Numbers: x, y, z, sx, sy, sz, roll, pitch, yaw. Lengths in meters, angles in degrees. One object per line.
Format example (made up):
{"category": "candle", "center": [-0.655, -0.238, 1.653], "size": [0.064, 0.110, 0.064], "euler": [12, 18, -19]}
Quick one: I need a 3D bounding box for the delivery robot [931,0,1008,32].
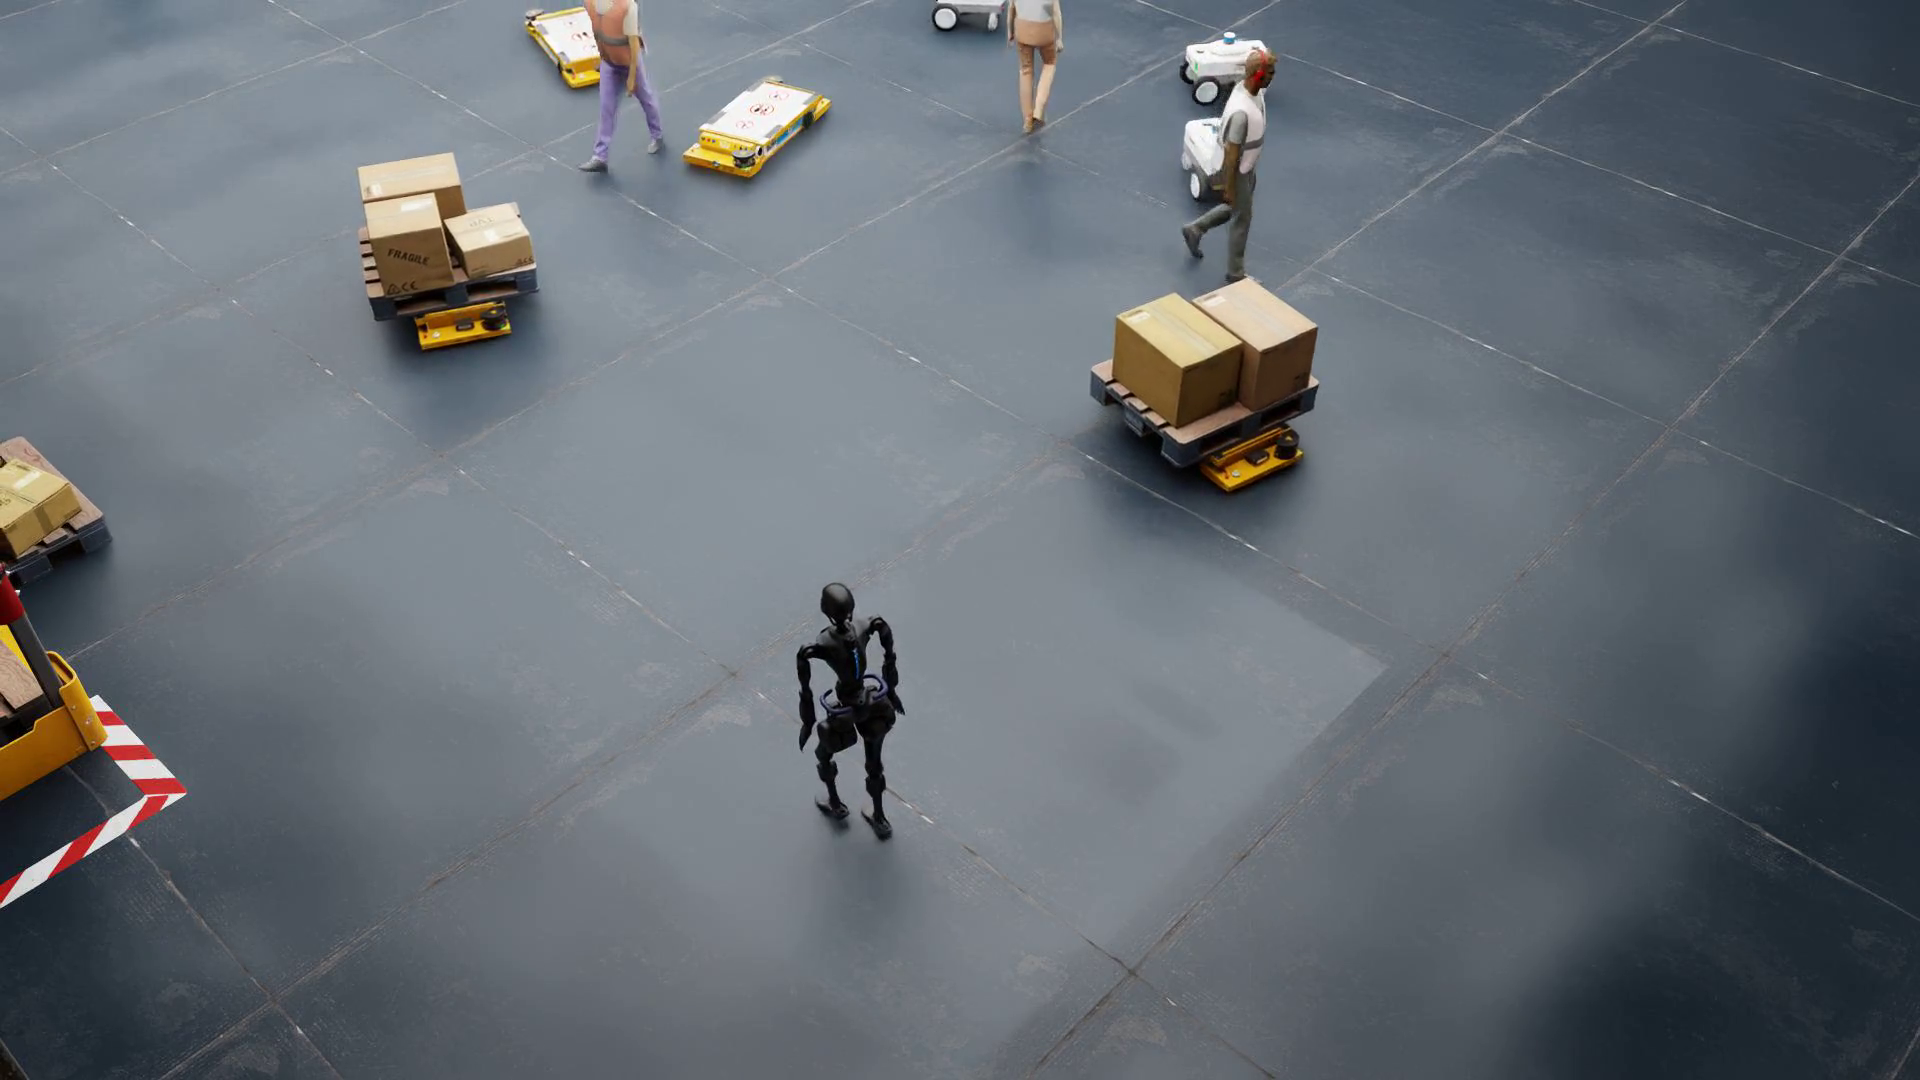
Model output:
{"category": "delivery robot", "center": [0.073, -5.271, 16.184], "size": [0.783, 0.612, 0.523], "euler": [3, 42, 4]}

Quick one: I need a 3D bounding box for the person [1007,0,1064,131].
{"category": "person", "center": [0.655, -4.363, 14.284], "size": [0.522, 1.723, 0.408], "euler": [11, 43, 12]}

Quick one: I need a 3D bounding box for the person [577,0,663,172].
{"category": "person", "center": [-2.840, -3.914, 13.737], "size": [0.599, 1.781, 0.973], "euler": [21, 46, 22]}

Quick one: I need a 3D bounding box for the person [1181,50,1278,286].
{"category": "person", "center": [2.049, -2.796, 12.477], "size": [0.658, 1.818, 0.638], "euler": [13, 44, 14]}

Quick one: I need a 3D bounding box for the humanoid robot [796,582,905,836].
{"category": "humanoid robot", "center": [-0.547, 0.869, 8.511], "size": [0.583, 1.636, 0.467], "euler": [-22, 46, -22]}

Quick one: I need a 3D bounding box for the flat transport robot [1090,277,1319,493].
{"category": "flat transport robot", "center": [1.653, -0.879, 11.503], "size": [0.659, 0.231, 1.431], "euler": [-24, 47, -24]}

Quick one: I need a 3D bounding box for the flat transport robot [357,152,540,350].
{"category": "flat transport robot", "center": [-3.865, -1.960, 12.704], "size": [0.659, 0.231, 1.431], "euler": [-13, 44, -14]}

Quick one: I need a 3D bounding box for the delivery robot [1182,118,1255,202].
{"category": "delivery robot", "center": [2.130, -3.184, 13.866], "size": [0.499, 0.614, 0.818], "euler": [-9, 43, -10]}

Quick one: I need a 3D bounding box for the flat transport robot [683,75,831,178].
{"category": "flat transport robot", "center": [-1.761, -3.634, 14.565], "size": [0.659, 0.231, 1.431], "euler": [18, 45, 19]}

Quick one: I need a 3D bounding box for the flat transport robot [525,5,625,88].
{"category": "flat transport robot", "center": [-3.595, -4.706, 15.757], "size": [0.659, 0.231, 1.431], "euler": [-20, 46, -21]}

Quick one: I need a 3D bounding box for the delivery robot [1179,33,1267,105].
{"category": "delivery robot", "center": [2.394, -4.294, 15.100], "size": [0.815, 0.614, 0.499], "euler": [-6, 42, -7]}
